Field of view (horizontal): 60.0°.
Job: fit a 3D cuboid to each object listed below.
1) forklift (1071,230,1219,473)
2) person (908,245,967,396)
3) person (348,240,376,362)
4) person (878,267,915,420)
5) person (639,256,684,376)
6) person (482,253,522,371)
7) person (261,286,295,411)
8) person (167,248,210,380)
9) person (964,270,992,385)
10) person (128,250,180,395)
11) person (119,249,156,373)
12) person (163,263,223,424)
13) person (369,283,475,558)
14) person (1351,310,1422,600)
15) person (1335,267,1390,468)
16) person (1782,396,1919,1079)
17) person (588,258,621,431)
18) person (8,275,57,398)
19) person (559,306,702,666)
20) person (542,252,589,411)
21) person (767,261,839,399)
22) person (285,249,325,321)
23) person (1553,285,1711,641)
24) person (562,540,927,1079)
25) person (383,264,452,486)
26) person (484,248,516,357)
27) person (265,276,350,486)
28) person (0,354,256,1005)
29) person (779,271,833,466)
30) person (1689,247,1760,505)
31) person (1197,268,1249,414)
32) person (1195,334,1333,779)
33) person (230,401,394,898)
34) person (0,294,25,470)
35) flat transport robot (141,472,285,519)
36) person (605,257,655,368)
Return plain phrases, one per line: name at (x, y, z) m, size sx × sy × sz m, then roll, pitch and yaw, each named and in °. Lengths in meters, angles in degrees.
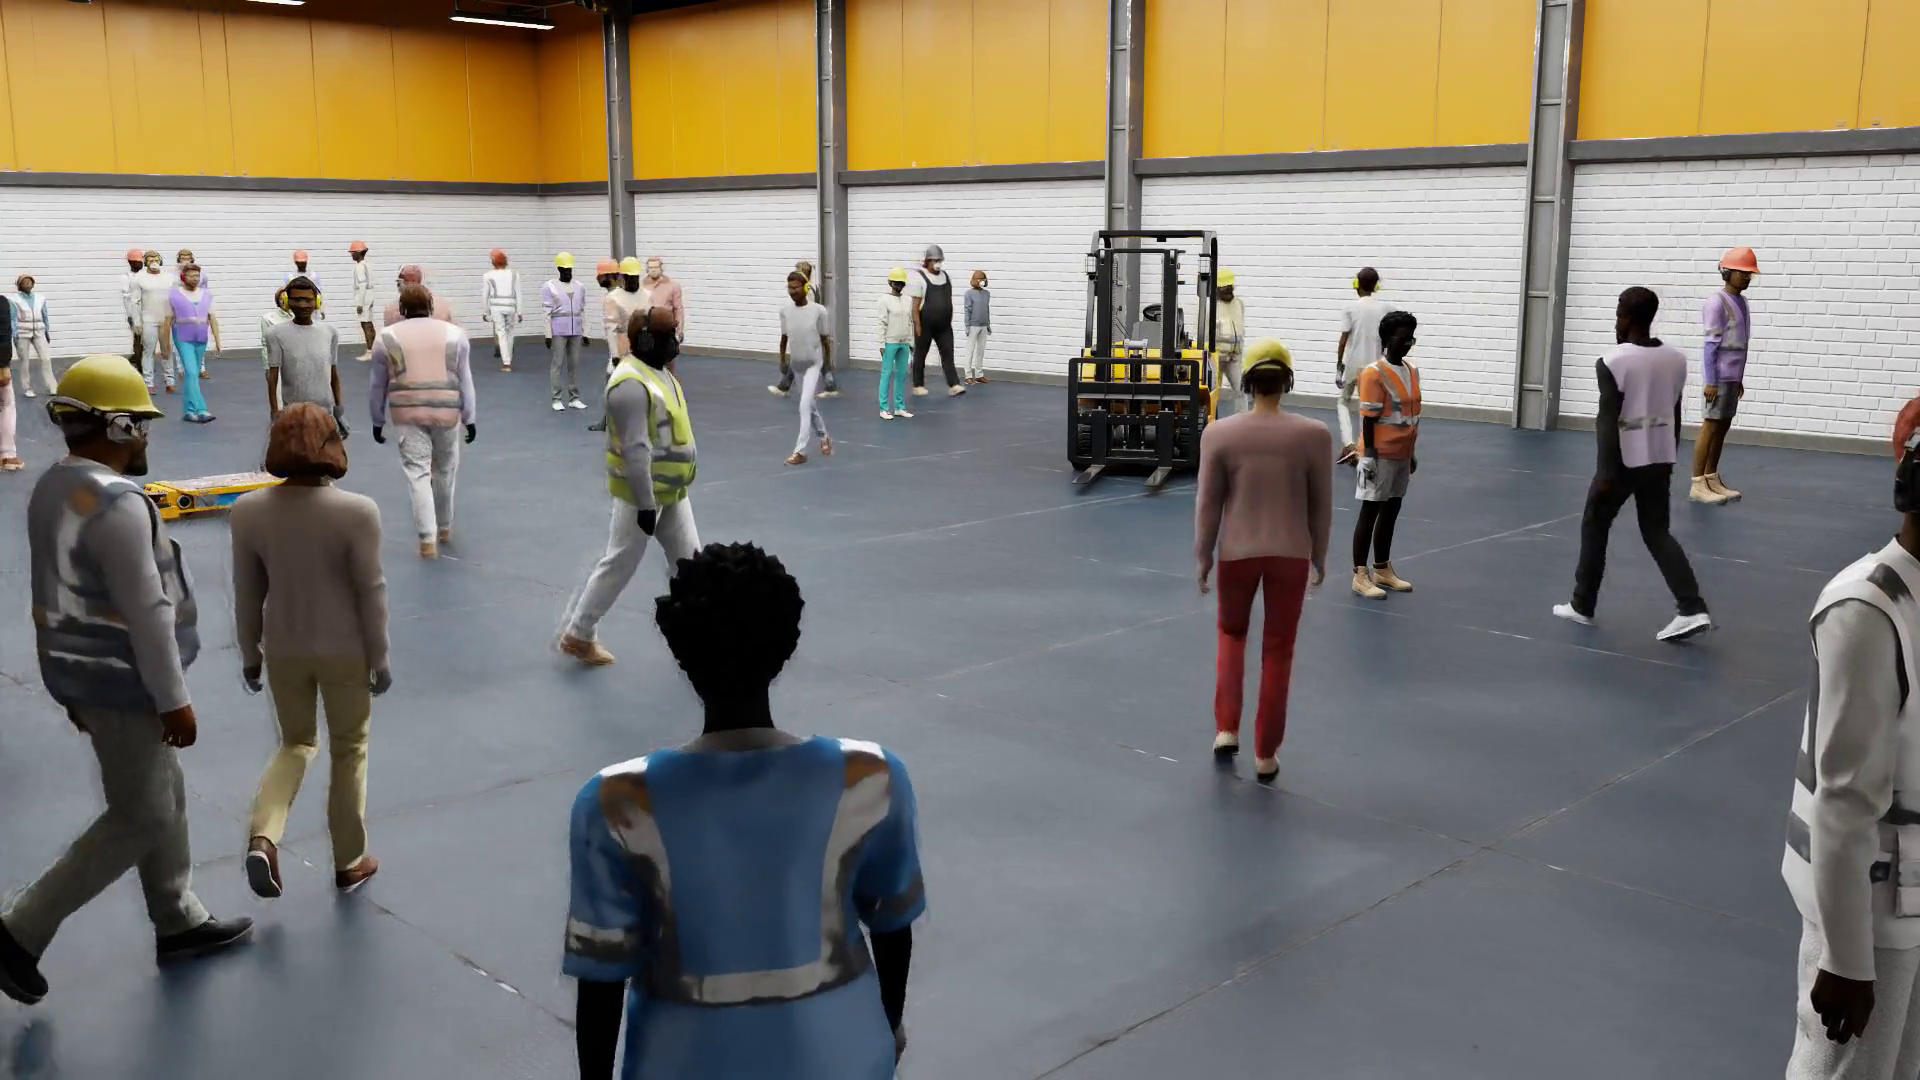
forklift at (1.804, -1.825, 15.677) m, size 1.214 × 2.155 × 2.313 m, roll 2°, pitch 11°, yaw 13°
person at (-0.315, -2.914, 22.037) m, size 0.704 × 2.000 × 0.954 m, roll -7°, pitch 12°, yaw -33°
person at (-10.127, -4.040, 28.172) m, size 0.391 × 2.040 × 0.614 m, roll -1°, pitch 10°, yaw -5°
person at (-0.730, -2.288, 19.375) m, size 0.533 × 1.765 × 0.322 m, roll -10°, pitch 14°, yaw -44°
person at (-3.887, -2.732, 21.515) m, size 0.651 × 1.879 × 0.877 m, roll -1°, pitch 10°, yaw -6°
person at (-7.275, -3.618, 26.385) m, size 0.594 × 1.841 × 0.939 m, roll -5°, pitch 12°, yaw -25°
person at (-6.615, -1.681, 16.415) m, size 0.523 × 1.636 × 0.310 m, roll -10°, pitch 14°, yaw -44°
person at (-11.425, -3.341, 24.644) m, size 0.635 × 1.936 × 0.350 m, roll -10°, pitch 14°, yaw -44°
person at (0.258, -3.056, 23.917) m, size 0.507 × 1.631 × 0.266 m, roll -10°, pitch 14°, yaw -44°
person at (-10.784, -2.918, 22.335) m, size 0.635 × 1.937 × 0.352 m, roll -10°, pitch 14°, yaw -44°
person at (-12.695, -3.534, 25.727) m, size 0.416 × 1.924 × 0.575 m, roll 3°, pitch 11°, yaw 14°
person at (-8.627, -2.212, 18.838) m, size 0.892 × 1.801 × 0.562 m, roll 6°, pitch 12°, yaw 31°
person at (-3.644, -0.819, 11.247) m, size 0.659 × 1.802 × 0.908 m, roll -5°, pitch 11°, yaw -24°
person at (2.535, -0.506, 9.834) m, size 0.540 × 1.698 × 0.317 m, roll -10°, pitch 14°, yaw -44°
person at (3.673, -1.578, 15.288) m, size 0.524 × 1.845 × 0.441 m, roll -2°, pitch 11°, yaw -8°
person at (1.666, 0.659, 2.979) m, size 0.585 × 1.881 × 0.337 m, roll -10°, pitch 14°, yaw -44°
person at (-3.641, -2.147, 18.263) m, size 0.885 × 1.904 × 0.556 m, roll -5°, pitch 11°, yaw -24°
person at (-12.122, -2.653, 21.762) m, size 0.775 × 1.604 × 0.550 m, roll 8°, pitch 13°, yaw 36°
person at (-1.562, -0.247, 8.167) m, size 0.952 × 1.806 × 0.642 m, roll 2°, pitch 11°, yaw 9°
person at (-4.806, -2.549, 20.352) m, size 0.594 × 1.924 × 0.382 m, roll -10°, pitch 14°, yaw -44°
person at (-2.030, -2.739, 21.771) m, size 0.981 × 1.794 × 0.516 m, roll 4°, pitch 11°, yaw 22°
person at (-10.596, -3.738, 26.877) m, size 0.553 × 1.915 × 0.702 m, roll -8°, pitch 13°, yaw -37°
person at (3.643, -0.408, 8.851) m, size 0.627 × 1.875 × 0.952 m, roll -5°, pitch 11°, yaw -24°
person at (-0.320, 0.829, 2.606) m, size 0.545 × 1.672 × 0.648 m, roll -1°, pitch 10°, yaw -7°
person at (-4.651, -1.406, 14.250) m, size 0.613 × 1.887 × 0.661 m, roll 6°, pitch 12°, yaw 28°
person at (-8.117, -4.204, 29.443) m, size 0.546 × 1.907 × 0.914 m, roll -1°, pitch 10°, yaw -7°
person at (-4.360, -0.829, 11.145) m, size 0.535 × 1.865 × 0.310 m, roll -10°, pitch 14°, yaw -44°
person at (-2.409, 0.391, 4.639) m, size 0.727 × 1.806 × 0.592 m, roll -9°, pitch 14°, yaw -40°
person at (-1.445, -1.648, 15.779) m, size 0.524 × 1.819 × 0.997 m, roll 4°, pitch 11°, yaw 22°
person at (6.126, -1.308, 13.274) m, size 0.615 × 2.039 × 0.386 m, roll -10°, pitch 14°, yaw -44°
person at (2.770, -1.867, 16.993) m, size 0.605 × 1.795 × 0.805 m, roll -5°, pitch 12°, yaw -27°
person at (1.205, 0.065, 6.612) m, size 0.529 × 1.747 × 0.485 m, roll 2°, pitch 11°, yaw 13°
person at (-2.064, 0.374, 5.275) m, size 0.500 × 1.620 × 0.491 m, roll 1°, pitch 10°, yaw 5°
person at (-8.754, -1.555, 14.865) m, size 0.635 × 1.944 × 0.673 m, roll -1°, pitch 10°, yaw -4°
flat transport robot at (-5.715, -0.372, 13.004) m, size 1.431 × 0.197 × 0.652 m, roll -10°, pitch 14°, yaw -44°
person at (-3.350, -1.974, 17.274) m, size 0.612 × 1.899 × 0.728 m, roll -9°, pitch 14°, yaw -40°
